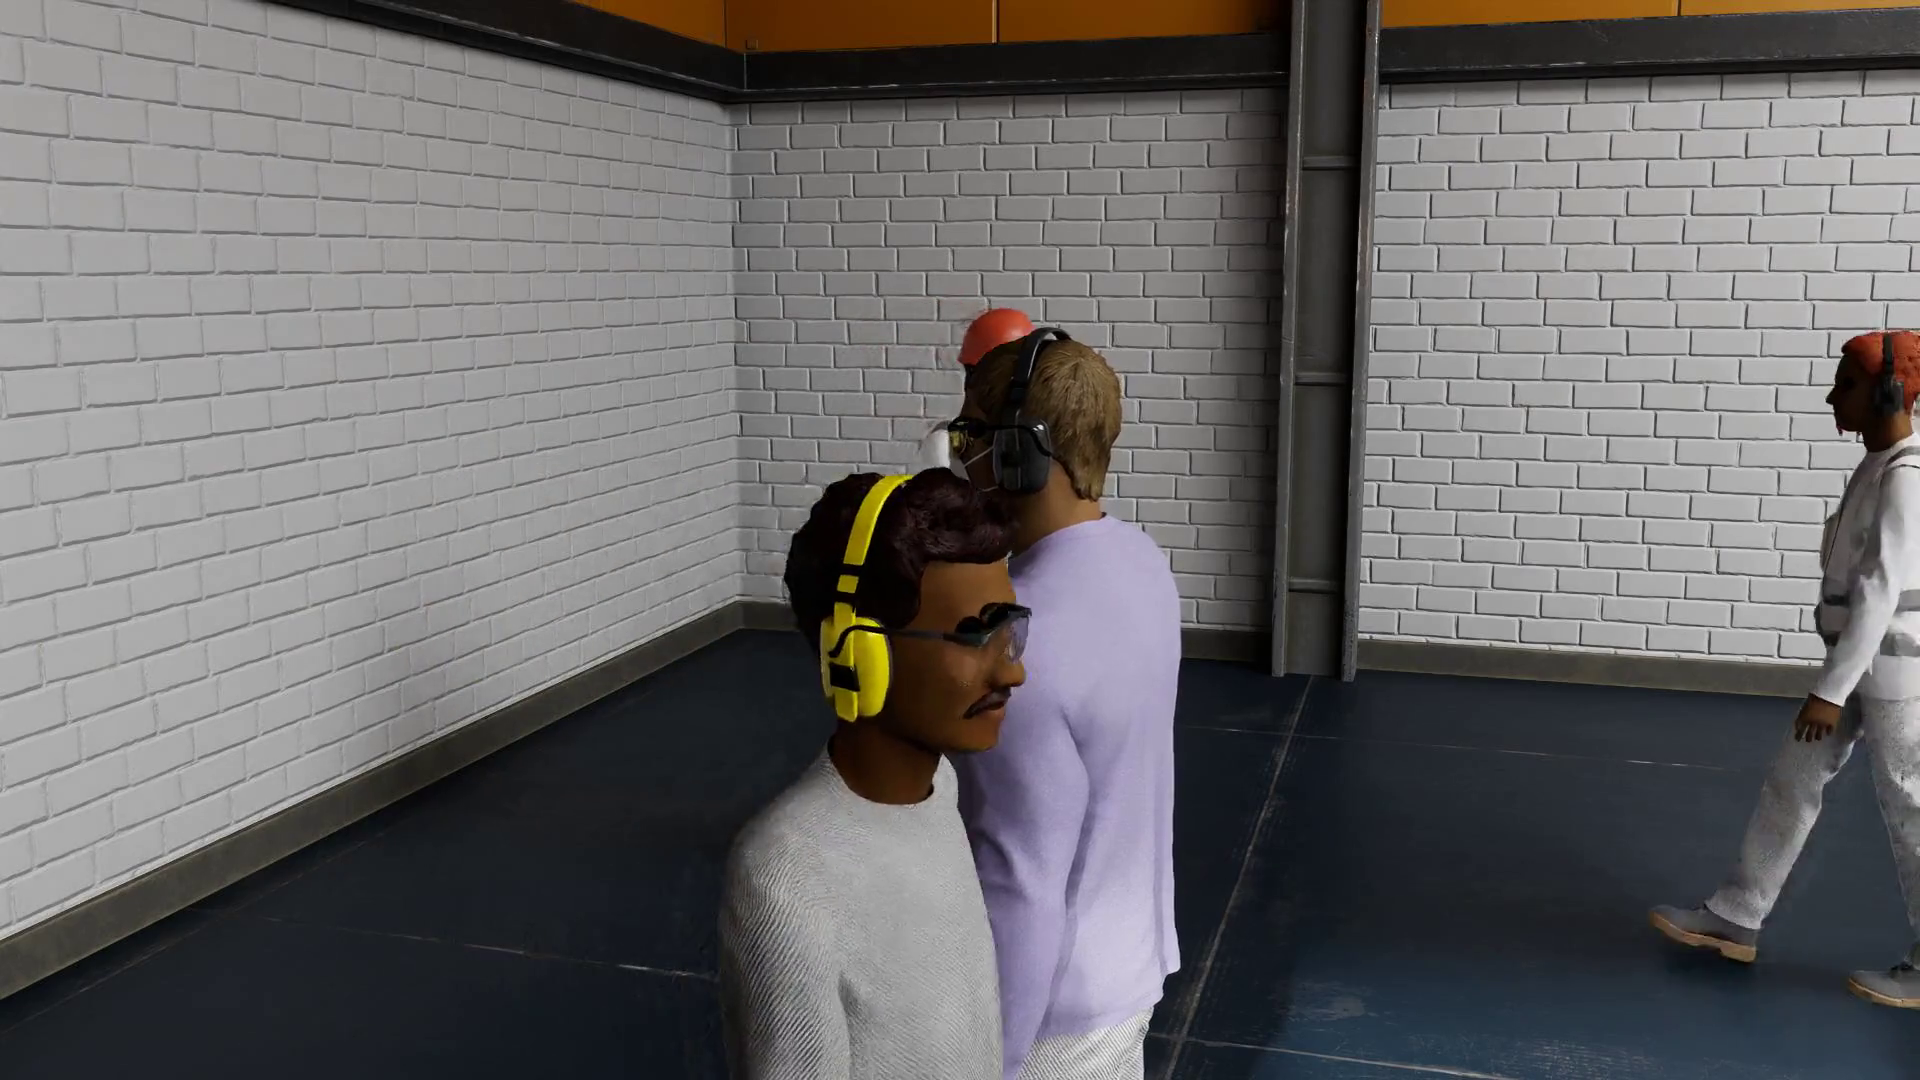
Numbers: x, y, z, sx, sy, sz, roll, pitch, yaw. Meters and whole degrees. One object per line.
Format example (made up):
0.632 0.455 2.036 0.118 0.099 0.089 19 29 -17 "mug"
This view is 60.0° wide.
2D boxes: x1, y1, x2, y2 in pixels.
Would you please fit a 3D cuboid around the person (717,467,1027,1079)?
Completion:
-0.147 0.830 1.749 0.863 1.841 0.527 3 10 18 "person"

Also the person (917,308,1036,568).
0.146 0.241 5.147 1.018 1.881 0.546 7 12 36 "person"

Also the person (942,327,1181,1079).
0.126 0.665 2.435 0.372 1.940 0.630 3 10 20 "person"

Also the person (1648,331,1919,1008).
2.384 0.361 4.569 0.910 1.846 0.582 3 10 18 "person"
